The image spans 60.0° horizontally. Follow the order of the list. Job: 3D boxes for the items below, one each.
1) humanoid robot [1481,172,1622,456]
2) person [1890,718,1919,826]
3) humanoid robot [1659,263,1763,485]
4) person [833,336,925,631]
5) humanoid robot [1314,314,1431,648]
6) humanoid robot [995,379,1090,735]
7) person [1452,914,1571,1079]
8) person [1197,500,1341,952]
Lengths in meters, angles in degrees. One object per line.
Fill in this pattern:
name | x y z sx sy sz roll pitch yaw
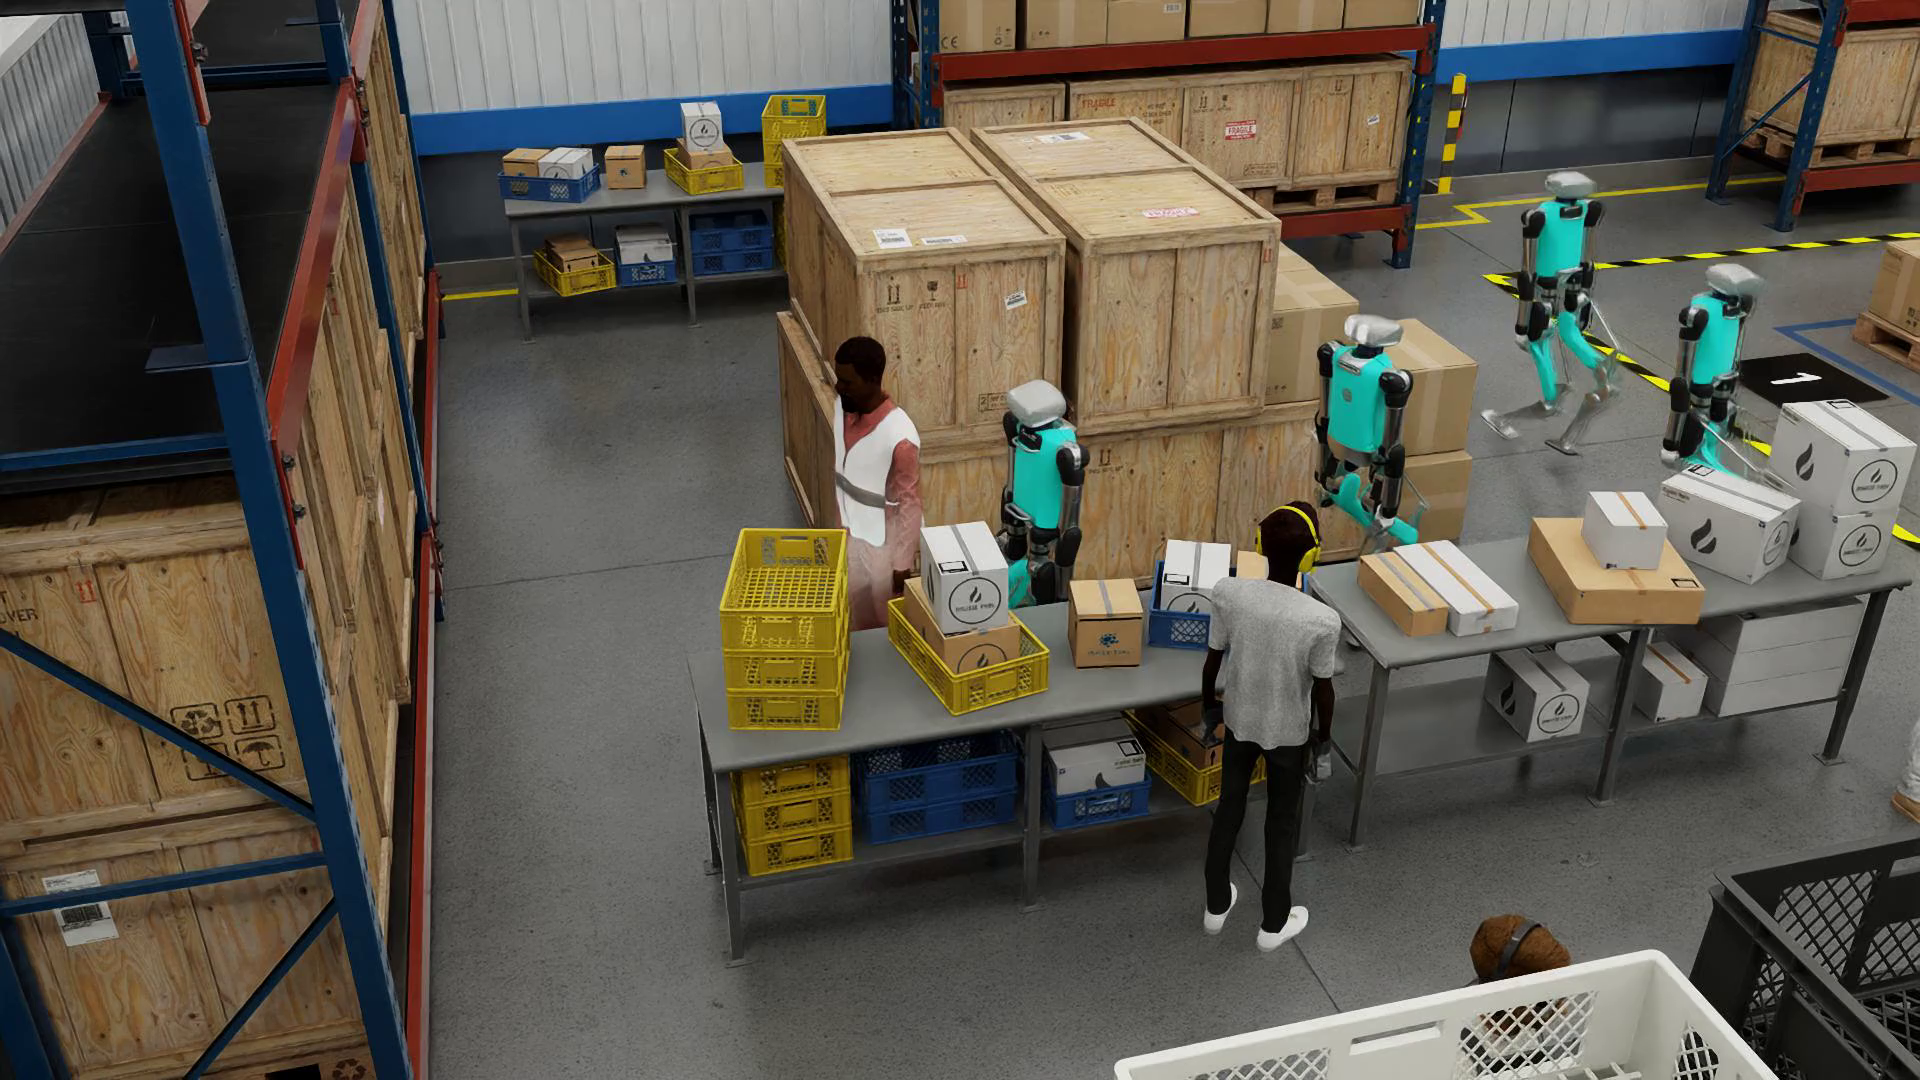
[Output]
humanoid robot | 3.606 -1.277 9.895 0.545 1.729 0.986 -12 31 -21
person | 4.284 0.365 6.839 0.629 1.835 0.429 -16 33 -27
humanoid robot | 3.928 -0.522 8.551 0.559 1.747 1.010 -21 35 -33
person | -0.371 -0.027 7.458 0.373 1.914 0.595 -18 34 -29
humanoid robot | 2.053 -0.303 8.090 0.688 1.744 0.530 -18 34 -29
humanoid robot | 0.181 0.205 7.210 0.648 1.800 0.530 -16 33 -26
person | 1.330 1.717 4.365 0.341 1.845 0.511 19 34 30
person | 1.136 0.706 6.177 0.531 1.868 0.309 16 33 26
